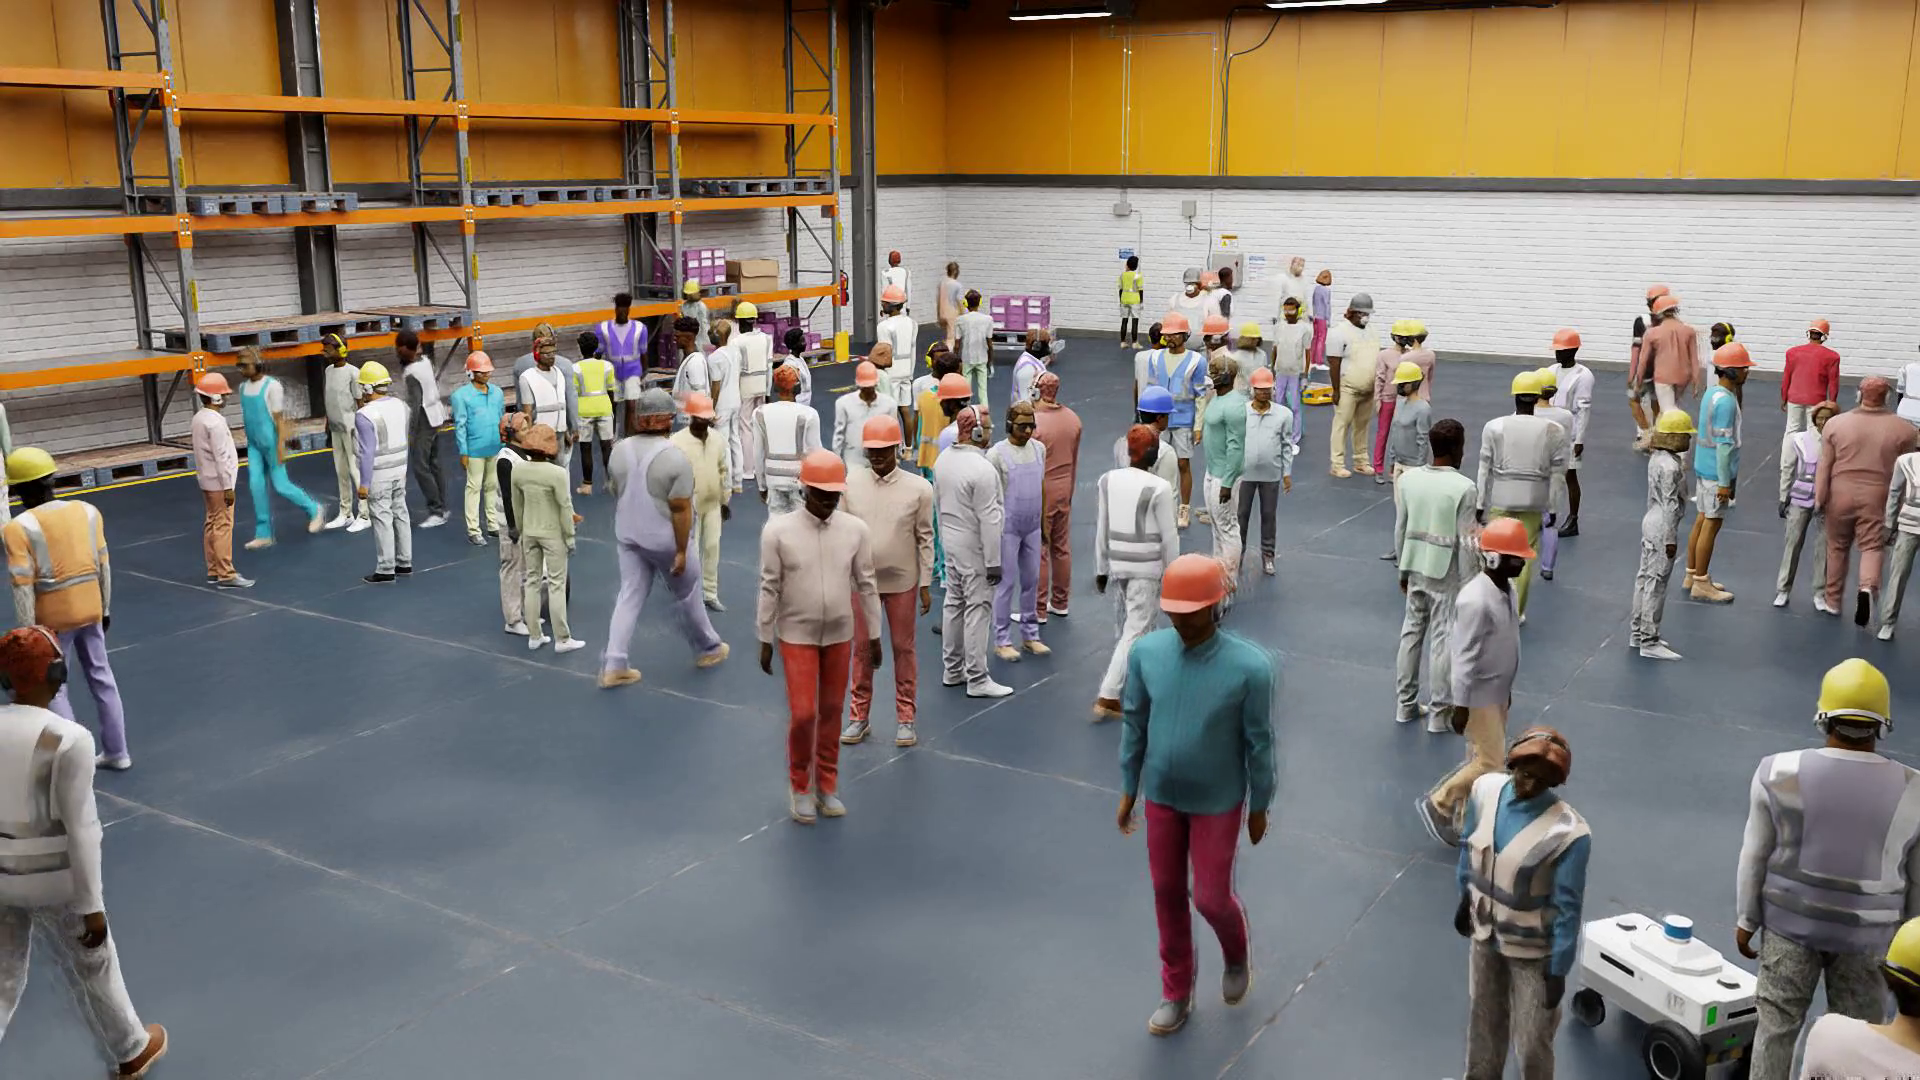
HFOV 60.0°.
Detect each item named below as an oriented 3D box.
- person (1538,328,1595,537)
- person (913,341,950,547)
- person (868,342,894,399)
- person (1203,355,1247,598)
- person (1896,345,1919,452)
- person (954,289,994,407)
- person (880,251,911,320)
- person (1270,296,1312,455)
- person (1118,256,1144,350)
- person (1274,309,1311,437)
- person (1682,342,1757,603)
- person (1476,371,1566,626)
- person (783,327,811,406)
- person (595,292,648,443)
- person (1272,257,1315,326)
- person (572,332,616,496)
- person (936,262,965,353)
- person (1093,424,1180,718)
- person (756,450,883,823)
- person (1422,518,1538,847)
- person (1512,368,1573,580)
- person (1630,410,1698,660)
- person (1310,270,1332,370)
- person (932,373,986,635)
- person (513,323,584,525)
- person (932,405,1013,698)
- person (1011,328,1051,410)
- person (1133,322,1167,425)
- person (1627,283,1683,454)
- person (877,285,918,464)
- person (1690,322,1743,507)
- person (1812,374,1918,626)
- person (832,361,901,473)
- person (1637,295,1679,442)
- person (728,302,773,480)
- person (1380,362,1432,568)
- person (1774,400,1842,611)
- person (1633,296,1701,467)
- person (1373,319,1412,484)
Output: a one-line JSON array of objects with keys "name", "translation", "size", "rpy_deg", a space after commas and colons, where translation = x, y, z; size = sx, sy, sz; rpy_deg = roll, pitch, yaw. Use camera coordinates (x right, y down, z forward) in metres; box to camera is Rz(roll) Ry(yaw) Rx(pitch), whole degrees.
[{"name": "person", "translation": [5.554, -0.993, 15.364], "size": [0.387, 1.929, 0.546], "rpy_deg": [-5, 14, -23]}, {"name": "person", "translation": [-0.191, -0.840, 14.823], "size": [0.513, 1.871, 0.329], "rpy_deg": [-9, 16, -34]}, {"name": "person", "translation": [-0.783, -1.187, 16.847], "size": [0.280, 1.633, 0.502], "rpy_deg": [-4, 14, -17]}, {"name": "person", "translation": [2.076, -0.503, 13.213], "size": [0.372, 1.940, 0.627], "rpy_deg": [-1, 13, -4]}, {"name": "person", "translation": [9.779, -1.237, 16.952], "size": [0.320, 1.686, 0.539], "rpy_deg": [-6, 14, -25]}, {"name": "person", "translation": [0.171, -2.177, 20.655], "size": [0.509, 1.860, 0.334], "rpy_deg": [-1, 13, -5]}, {"name": "person", "translation": [-1.107, -4.006, 28.526], "size": [0.579, 1.884, 0.352], "rpy_deg": [-7, 15, -28]}, {"name": "person", "translation": [3.862, -1.928, 19.566], "size": [0.509, 1.863, 0.328], "rpy_deg": [9, 16, 34]}, {"name": "person", "translation": [3.123, -4.320, 30.299], "size": [0.540, 1.695, 0.317], "rpy_deg": [11, 17, 40]}, {"name": "person", "translation": [4.046, -2.039, 20.346], "size": [0.779, 1.721, 0.612], "rpy_deg": [-9, 16, -35]}, {"name": "person", "translation": [5.997, -0.537, 13.118], "size": [0.374, 2.046, 0.616], "rpy_deg": [3, 13, 13]}, {"name": "person", "translation": [4.141, -0.291, 12.348], "size": [0.600, 1.916, 0.390], "rpy_deg": [4, 14, 17]}, {"name": "person", "translation": [-1.728, -1.396, 17.609], "size": [0.318, 1.700, 0.535], "rpy_deg": [1, 13, 5]}, {"name": "person", "translation": [-4.008, -1.995, 19.709], "size": [0.636, 1.933, 0.750], "rpy_deg": [-3, 13, -12]}, {"name": "person", "translation": [5.448, -3.665, 27.091], "size": [0.662, 1.864, 0.826], "rpy_deg": [-10, 16, -36]}, {"name": "person", "translation": [-3.809, -1.303, 17.212], "size": [0.532, 1.696, 0.319], "rpy_deg": [-9, 16, -35]}, {"name": "person", "translation": [-0.111, -3.507, 26.485], "size": [0.568, 1.829, 0.476], "rpy_deg": [12, 18, 43]}, {"name": "person", "translation": [1.125, 0.173, 10.502], "size": [0.968, 1.845, 0.586], "rpy_deg": [-11, 17, -39]}, {"name": "person", "translation": [-0.703, 0.512, 8.700], "size": [0.653, 1.980, 0.522], "rpy_deg": [-6, 14, -26]}, {"name": "person", "translation": [2.622, 0.736, 8.270], "size": [0.391, 1.736, 0.585], "rpy_deg": [10, 16, 37]}, {"name": "person", "translation": [4.762, -0.535, 13.723], "size": [0.525, 1.772, 0.309], "rpy_deg": [-1, 13, -5]}, {"name": "person", "translation": [4.939, -0.046, 11.656], "size": [0.295, 1.744, 0.485], "rpy_deg": [2, 13, 9]}, {"name": "person", "translation": [5.968, -3.632, 27.450], "size": [0.277, 1.632, 0.502], "rpy_deg": [-4, 13, -15]}, {"name": "person", "translation": [-0.019, -0.259, 12.184], "size": [0.388, 1.929, 0.548], "rpy_deg": [8, 15, 30]}, {"name": "person", "translation": [-3.882, -1.082, 15.723], "size": [0.632, 1.940, 0.372], "rpy_deg": [4, 13, 15]}, {"name": "person", "translation": [0.094, 0.071, 10.793], "size": [0.409, 1.907, 0.651], "rpy_deg": [-8, 15, -30]}, {"name": "person", "translation": [0.714, -1.147, 16.242], "size": [0.430, 1.836, 0.629], "rpy_deg": [2, 13, 9]}, {"name": "person", "translation": [1.942, -1.255, 16.670], "size": [0.327, 1.853, 0.526], "rpy_deg": [-11, 17, -40]}, {"name": "person", "translation": [8.076, -1.976, 19.431], "size": [0.687, 2.014, 0.515], "rpy_deg": [-3, 13, -11]}, {"name": "person", "translation": [-0.743, -1.857, 18.844], "size": [0.356, 2.047, 0.615], "rpy_deg": [10, 16, 36]}, {"name": "person", "translation": [7.608, -1.239, 16.588], "size": [0.358, 1.856, 0.590], "rpy_deg": [-4, 13, -15]}, {"name": "person", "translation": [6.742, -0.295, 12.440], "size": [0.654, 1.882, 0.763], "rpy_deg": [7, 15, 27]}, {"name": "person", "translation": [-0.798, -0.703, 14.541], "size": [0.600, 1.713, 0.736], "rpy_deg": [-3, 13, -12]}, {"name": "person", "translation": [8.517, -2.063, 20.231], "size": [0.586, 1.823, 0.403], "rpy_deg": [-8, 15, -31]}, {"name": "person", "translation": [-2.286, -1.611, 18.042], "size": [0.366, 1.926, 0.594], "rpy_deg": [11, 17, 39]}, {"name": "person", "translation": [3.824, -0.647, 14.238], "size": [0.344, 1.758, 0.532], "rpy_deg": [-3, 13, -14]}, {"name": "person", "translation": [6.607, -0.266, 12.845], "size": [0.523, 1.636, 0.310], "rpy_deg": [6, 14, 24]}, {"name": "person", "translation": [8.069, -1.809, 18.967], "size": [0.622, 1.903, 1.112], "rpy_deg": [-2, 13, -7]}, {"name": "person", "translation": [4.686, -1.481, 17.835], "size": [0.524, 1.769, 0.308], "rpy_deg": [-3, 13, -13]}]
